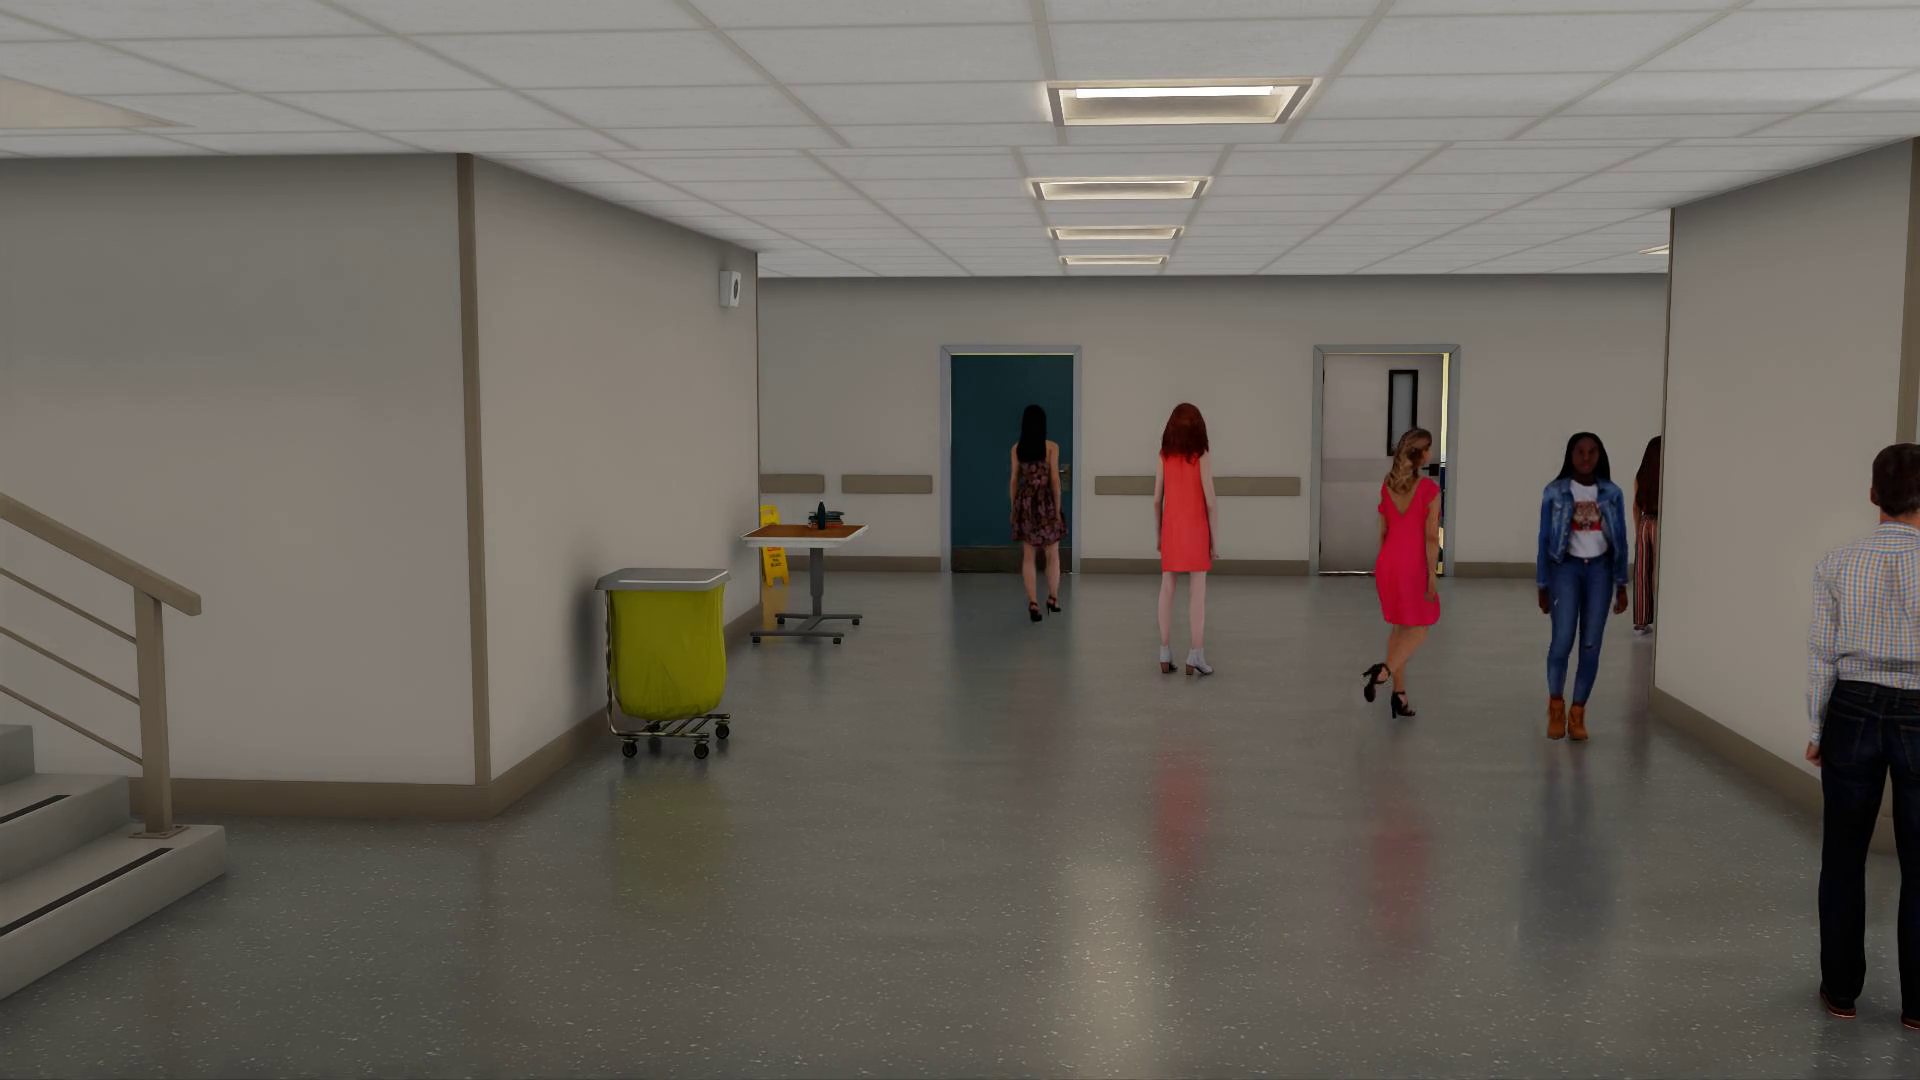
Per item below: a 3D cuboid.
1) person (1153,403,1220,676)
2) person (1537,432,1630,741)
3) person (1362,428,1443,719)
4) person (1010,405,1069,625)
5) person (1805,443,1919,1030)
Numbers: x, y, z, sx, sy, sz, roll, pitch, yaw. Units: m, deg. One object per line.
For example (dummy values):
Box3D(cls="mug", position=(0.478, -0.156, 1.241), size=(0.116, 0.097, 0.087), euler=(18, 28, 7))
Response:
Box3D(cls="person", position=(1.516, -0.009, 11.226), size=(0.614, 1.827, 0.733), euler=(4, 7, 36))
Box3D(cls="person", position=(3.437, 0.254, 9.240), size=(0.574, 1.700, 0.671), euler=(1, 6, 8))
Box3D(cls="person", position=(2.514, 0.217, 9.586), size=(0.974, 1.704, 0.908), euler=(-5, 8, -42))
Box3D(cls="person", position=(0.596, -0.196, 13.421), size=(0.863, 1.758, 0.802), euler=(2, 6, 17))
Box3D(cls="person", position=(2.928, 0.597, 5.235), size=(0.689, 1.820, 0.800), euler=(4, 7, 37))
